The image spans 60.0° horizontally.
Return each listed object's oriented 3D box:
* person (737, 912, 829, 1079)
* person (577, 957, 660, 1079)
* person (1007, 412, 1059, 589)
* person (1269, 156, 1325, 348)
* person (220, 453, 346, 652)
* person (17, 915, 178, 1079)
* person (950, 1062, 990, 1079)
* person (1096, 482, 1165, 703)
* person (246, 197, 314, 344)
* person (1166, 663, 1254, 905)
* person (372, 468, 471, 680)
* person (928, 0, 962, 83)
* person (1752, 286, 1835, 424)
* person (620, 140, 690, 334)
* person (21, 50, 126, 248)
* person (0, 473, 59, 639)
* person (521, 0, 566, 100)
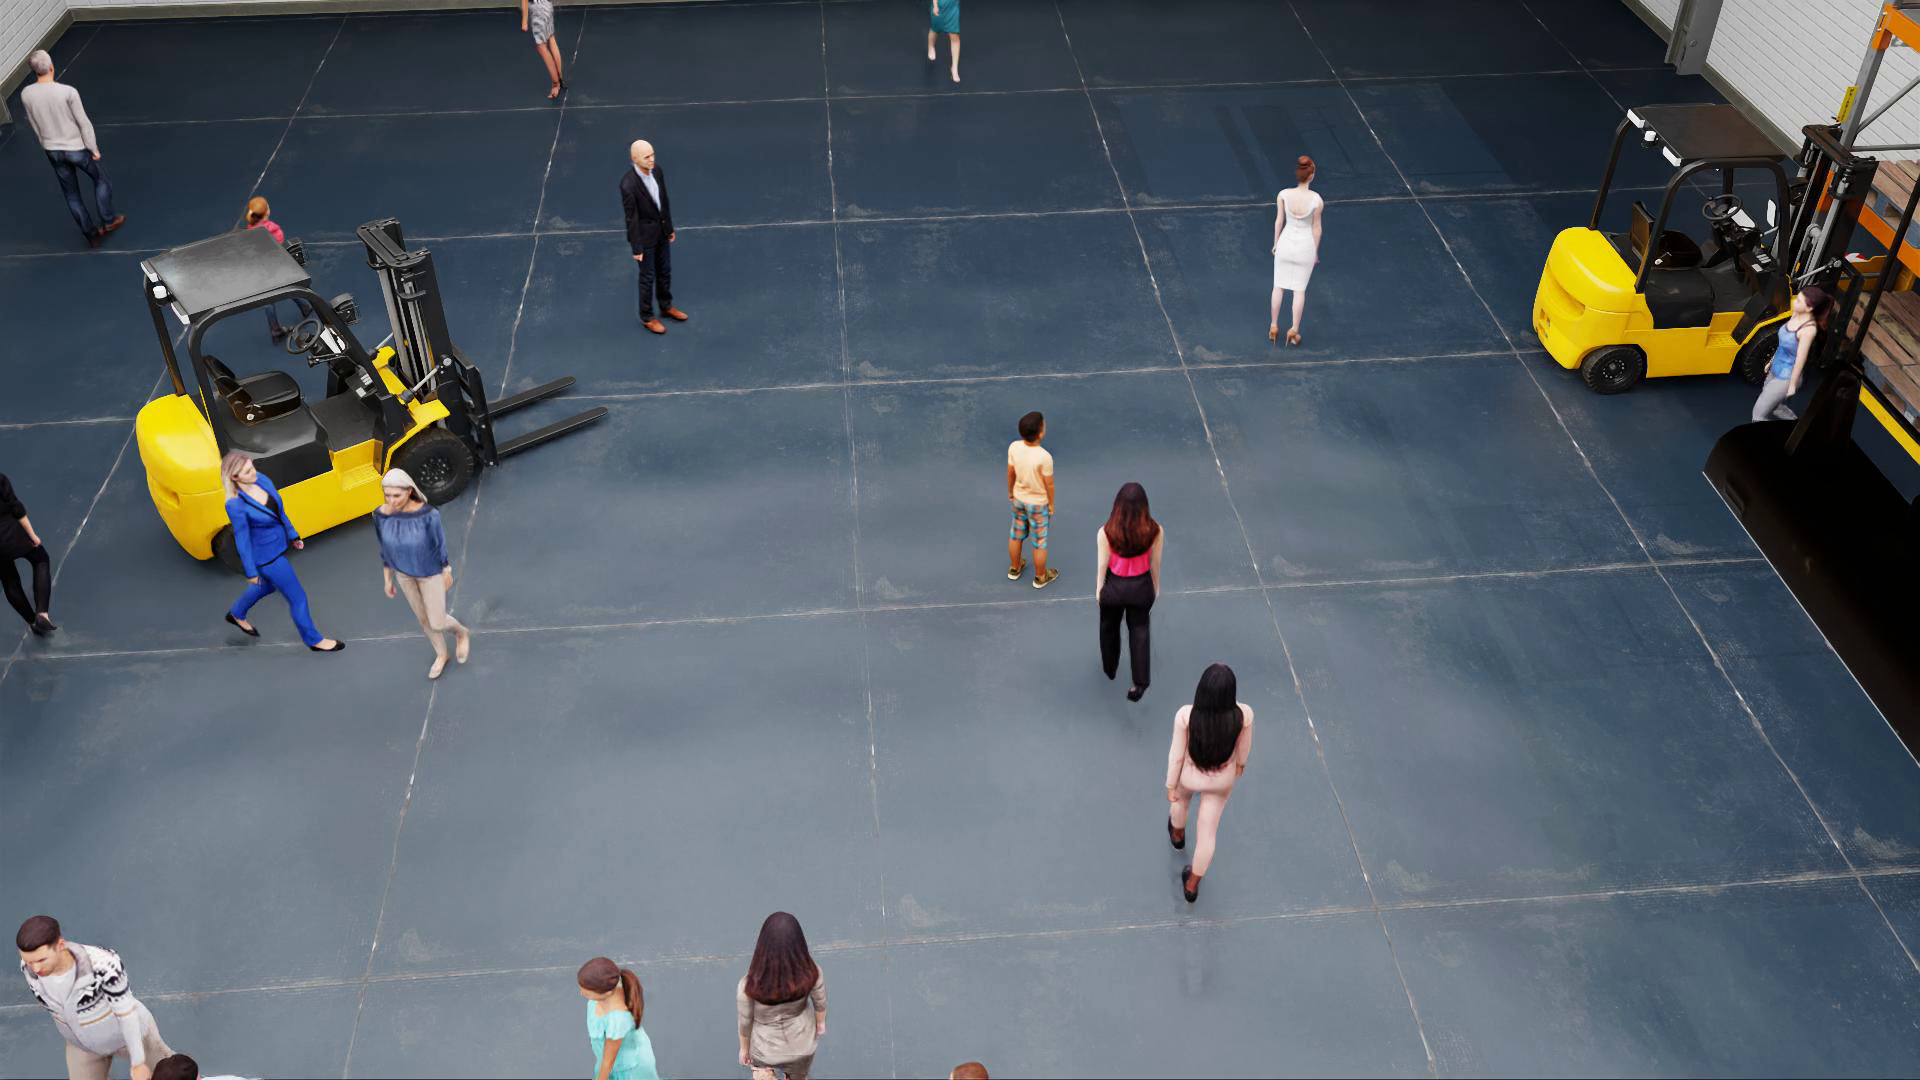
[{"bbox_3d":[-0.850,2.539,8.194,0.670,1.728,0.642,-11,40,-14],"label":"person"},{"bbox_3d":[-1.588,2.578,8.301,0.689,1.535,0.840,-9,40,-11],"label":"person"},{"bbox_3d":[0.510,-0.293,11.956,0.605,1.461,0.640,20,43,23],"label":"person"},{"bbox_3d":[2.901,-2.496,14.441,0.634,1.801,0.641,17,42,20],"label":"person"},{"bbox_3d":[-4.791,0.098,11.298,0.710,1.670,1.024,-1,39,-1],"label":"person"},{"bbox_3d":[-4.221,2.380,8.309,0.735,1.833,0.999,-1,39,-1],"label":"person"},{"bbox_3d":[0.077,2.929,8.135,0.569,1.193,0.448,3,39,4],"label":"person"},{"bbox_3d":[1.109,0.384,10.963,0.588,1.641,0.862,-2,39,-3],"label":"person"},{"bbox_3d":[-6.088,-2.359,14.685,0.676,1.283,0.938,7,39,8],"label":"person"},{"bbox_3d":[1.420,1.448,9.589,0.689,1.693,0.925,1,39,1],"label":"person"},{"bbox_3d":[-3.600,0.176,11.185,0.694,1.688,0.719,6,39,7],"label":"person"},{"bbox_3d":[-0.211,-6.173,19.166,0.711,1.651,1.074,-13,40,-15],"label":"person"},{"bbox_3d":[6.556,-1.279,13.083,0.835,1.594,0.924,10,40,13],"label":"person"},{"bbox_3d":[-2.737,-2.711,14.712,0.828,1.798,0.736,20,43,24],"label":"person"},{"bbox_3d":[-8.514,-3.673,15.841,0.740,1.892,0.764,-3,39,-4],"label":"person"},{"bbox_3d":[-6.547,0.062,11.360,0.680,1.649,0.679,-10,40,-12],"label":"person"},{"bbox_3d":[-4.675,-5.915,18.721,0.777,1.803,0.576,17,41,20],"label":"person"}]
